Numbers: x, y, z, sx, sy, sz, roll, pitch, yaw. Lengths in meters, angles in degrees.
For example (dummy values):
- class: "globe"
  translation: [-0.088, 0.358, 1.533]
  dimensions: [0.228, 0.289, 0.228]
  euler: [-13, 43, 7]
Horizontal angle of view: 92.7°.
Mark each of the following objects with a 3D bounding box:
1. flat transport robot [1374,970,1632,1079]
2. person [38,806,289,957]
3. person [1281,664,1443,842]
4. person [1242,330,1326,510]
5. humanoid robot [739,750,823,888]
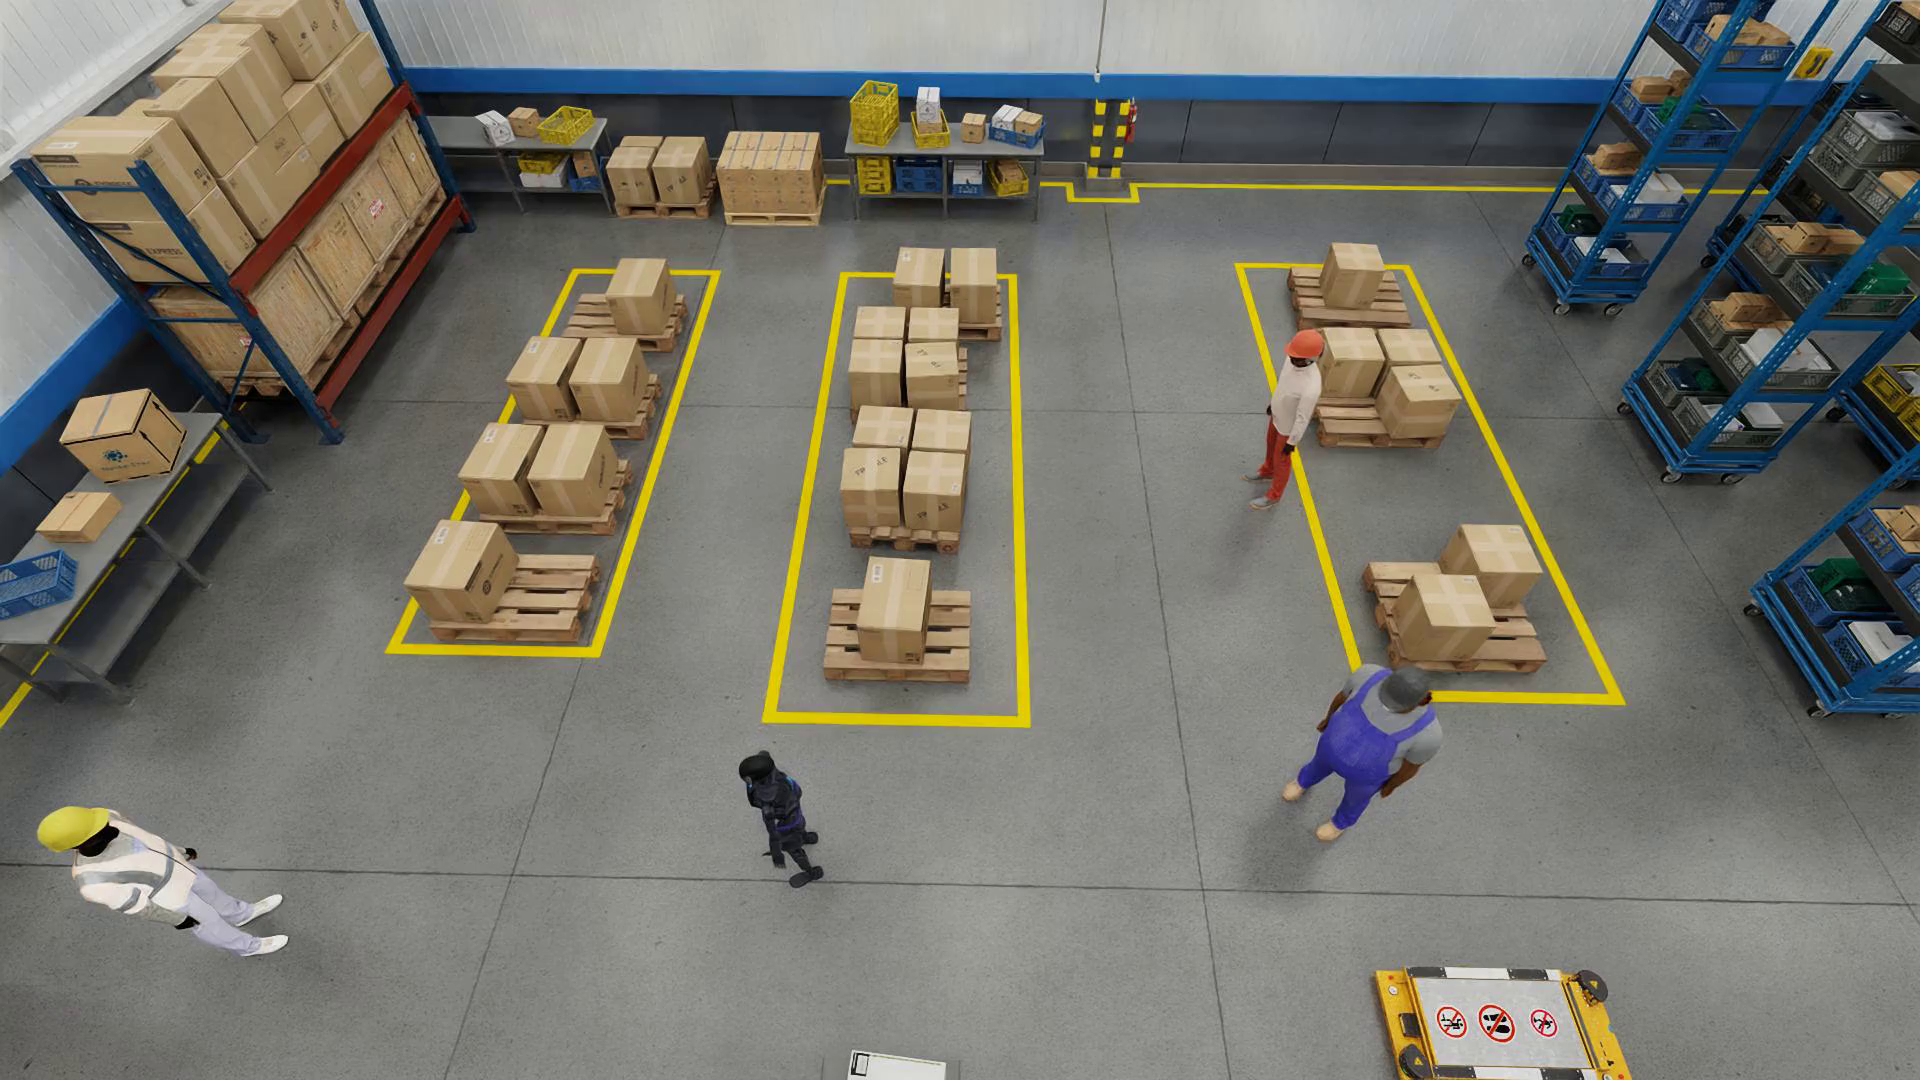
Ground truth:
- class: "flat transport robot"
  translation: [3.501, 3.133, 5.914]
  dimensions: [1.431, 0.197, 0.652]
  euler: [1, 51, 1]
- class: "person"
  translation: [-4.902, 2.121, 5.685]
  dimensions: [0.361, 1.930, 0.586]
  euler: [-24, 55, -19]
- class: "person"
  translation: [2.689, 1.421, 6.185]
  dimensions: [0.536, 2.000, 0.681]
  euler: [-24, 55, -18]
- class: "person"
  translation: [2.915, -1.080, 8.268]
  dimensions: [0.427, 1.981, 0.628]
  euler: [-1, 51, -1]
- class: "humanoid robot"
  translation: [-1.183, 1.836, 6.080]
  dimensions: [0.333, 1.650, 0.572]
  euler: [-10, 52, -8]
